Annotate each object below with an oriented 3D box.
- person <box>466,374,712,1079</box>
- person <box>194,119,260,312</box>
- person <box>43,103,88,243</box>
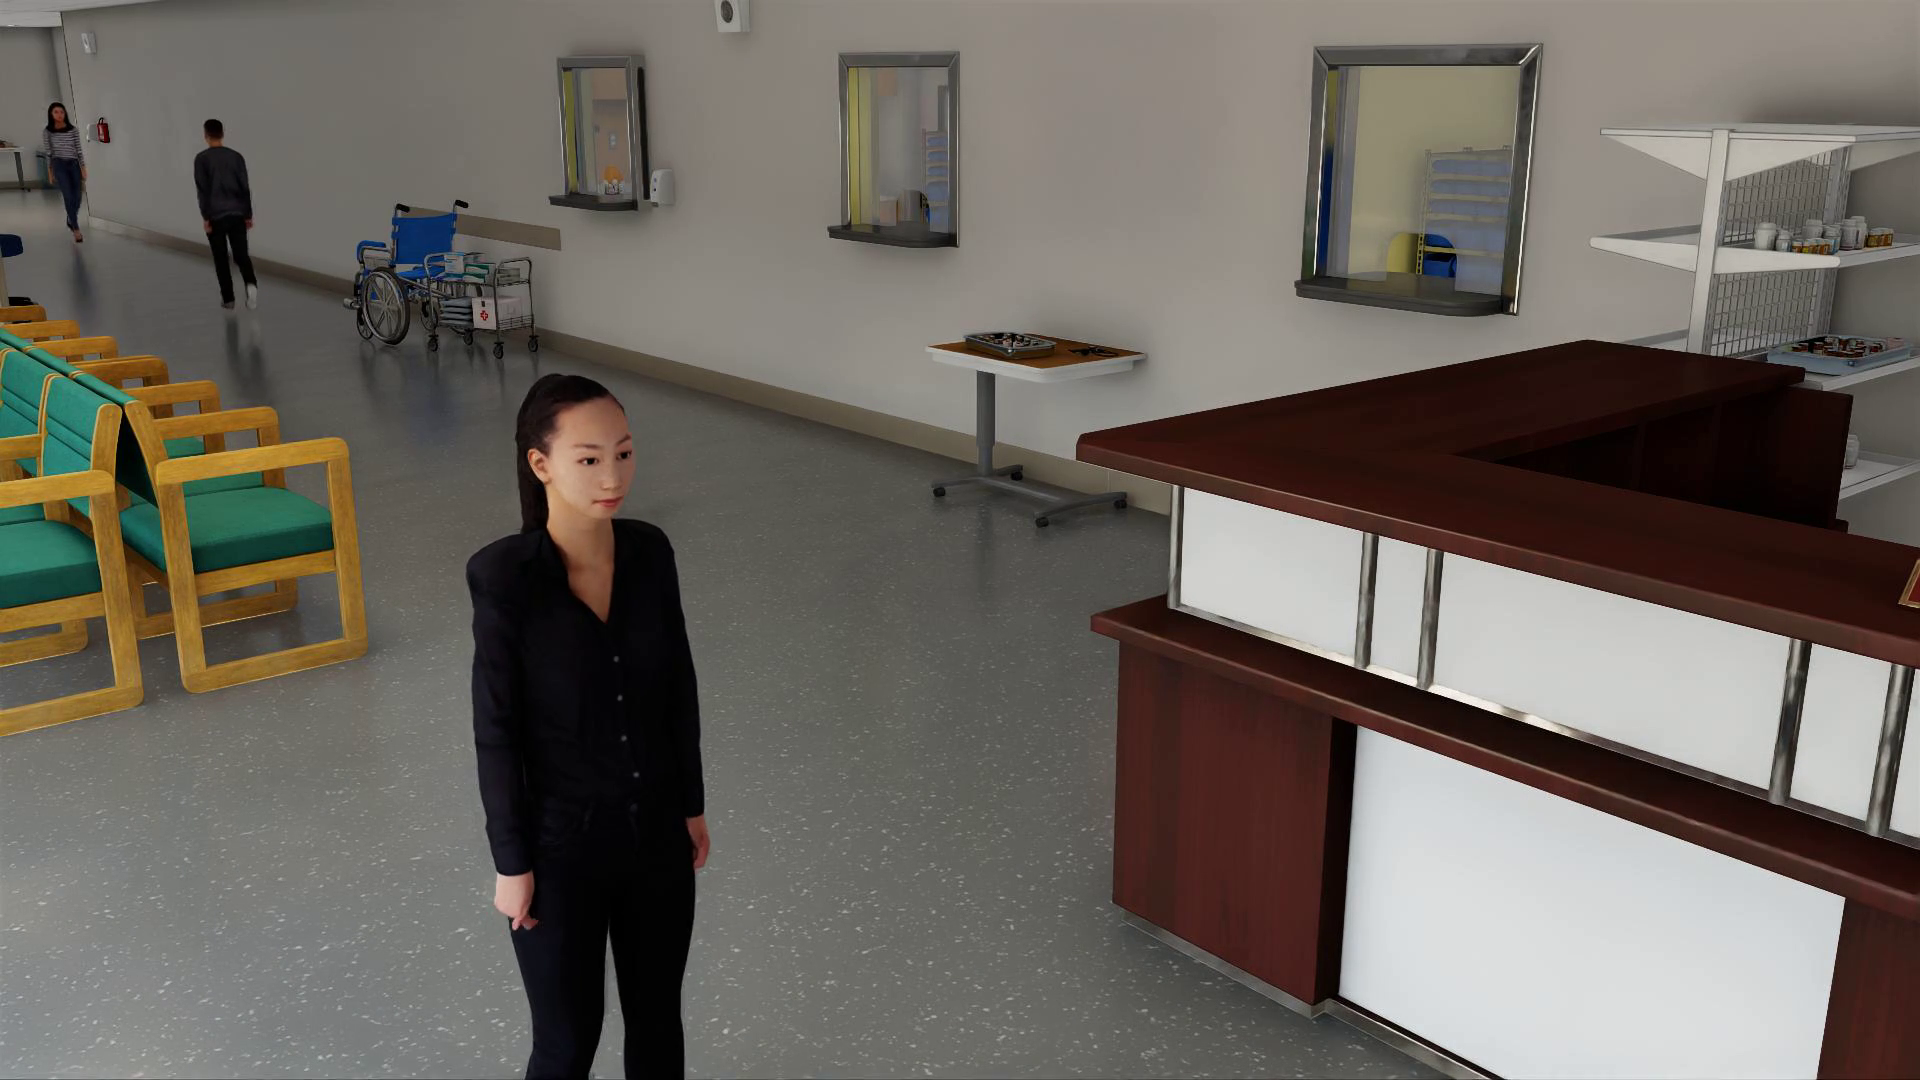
[{"bbox_3d":[-0.640,0.548,2.926,0.434,1.712,0.642,-14,21,-41],"label":"person"},{"bbox_3d":[-6.737,-2.961,15.313,0.972,1.744,0.721,-12,19,-36],"label":"person"},{"bbox_3d":[-11.652,-4.769,21.692,1.041,1.763,0.674,-12,20,-36],"label":"person"}]
